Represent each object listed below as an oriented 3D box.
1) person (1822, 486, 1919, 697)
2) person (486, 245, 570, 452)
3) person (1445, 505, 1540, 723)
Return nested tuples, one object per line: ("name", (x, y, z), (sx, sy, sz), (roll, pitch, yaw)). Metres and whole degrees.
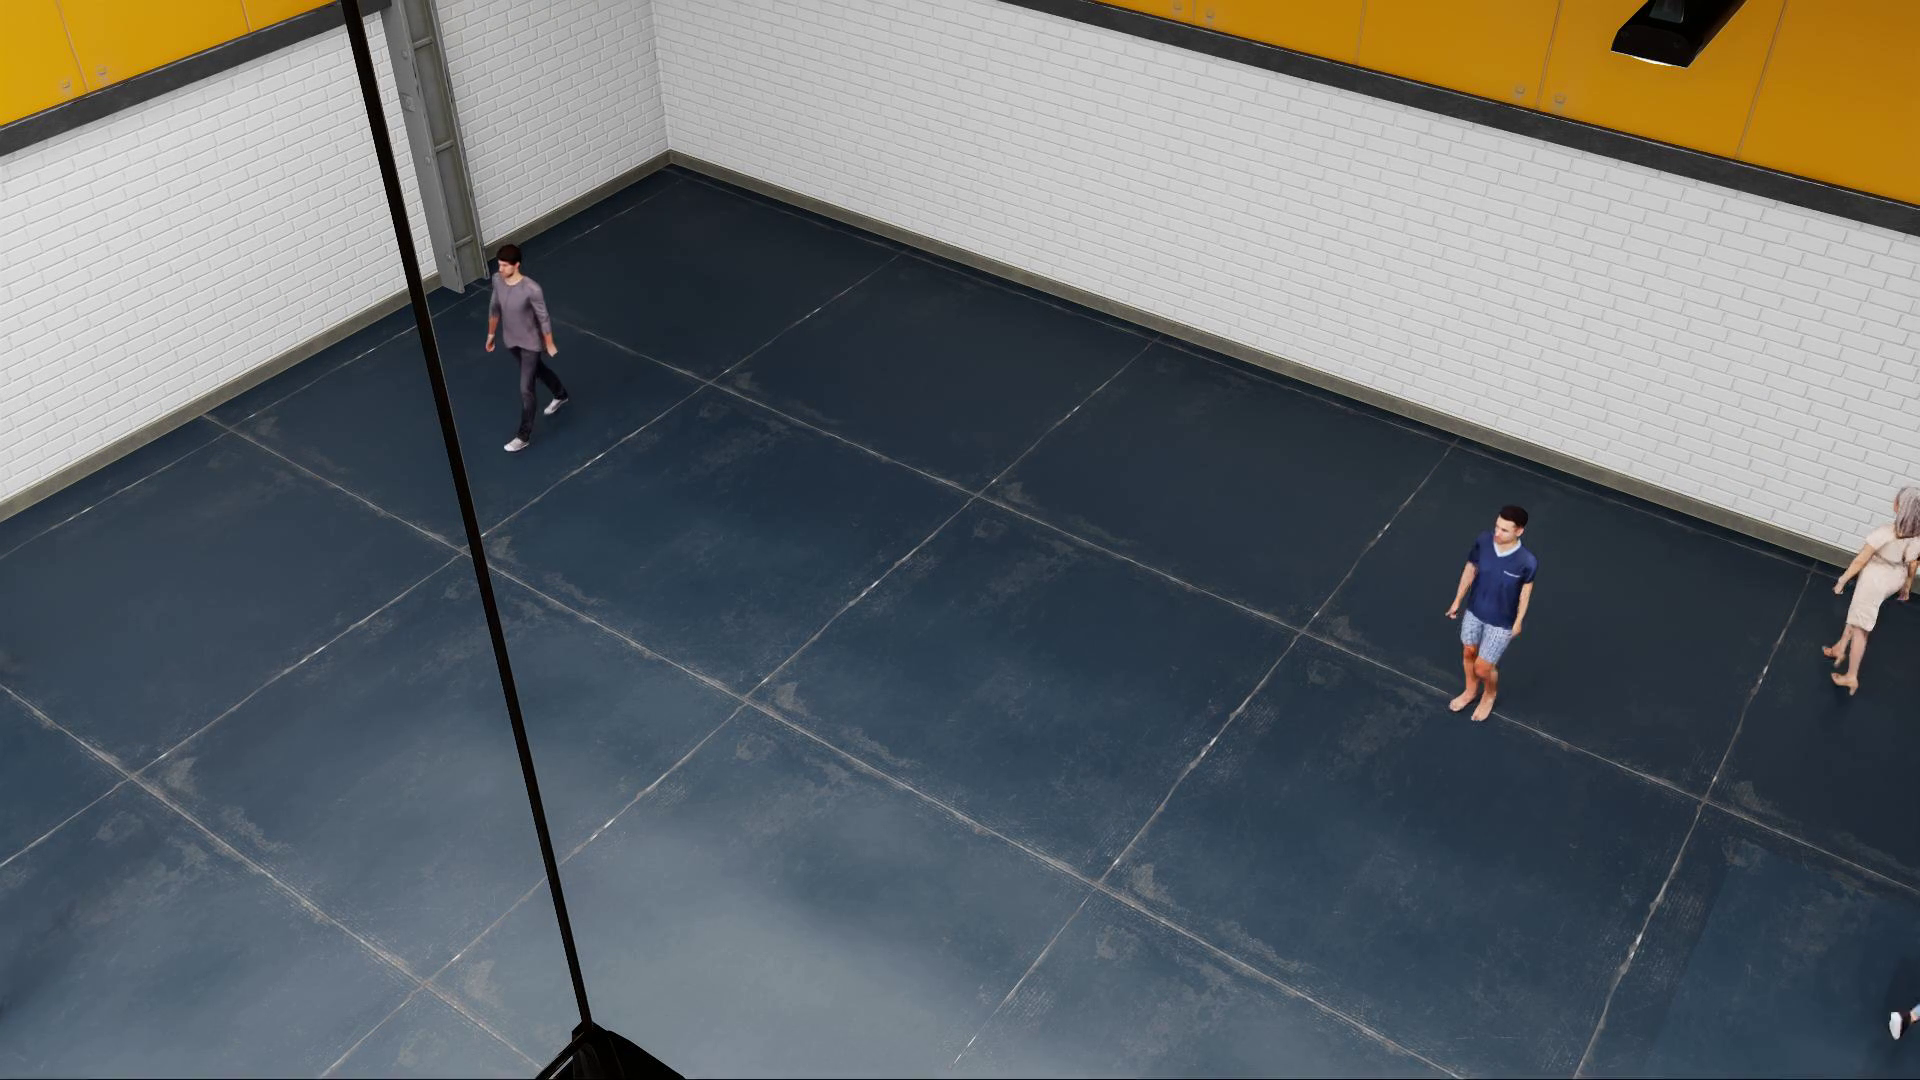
("person", (6.452, 0.408, 11.624), (0.782, 1.716, 0.842), (-6, 39, -8))
("person", (-3.668, -1.740, 14.245), (0.684, 1.803, 1.145), (23, 44, 26))
("person", (3.717, 0.458, 11.466), (0.698, 1.836, 0.694), (-26, 46, -29))
